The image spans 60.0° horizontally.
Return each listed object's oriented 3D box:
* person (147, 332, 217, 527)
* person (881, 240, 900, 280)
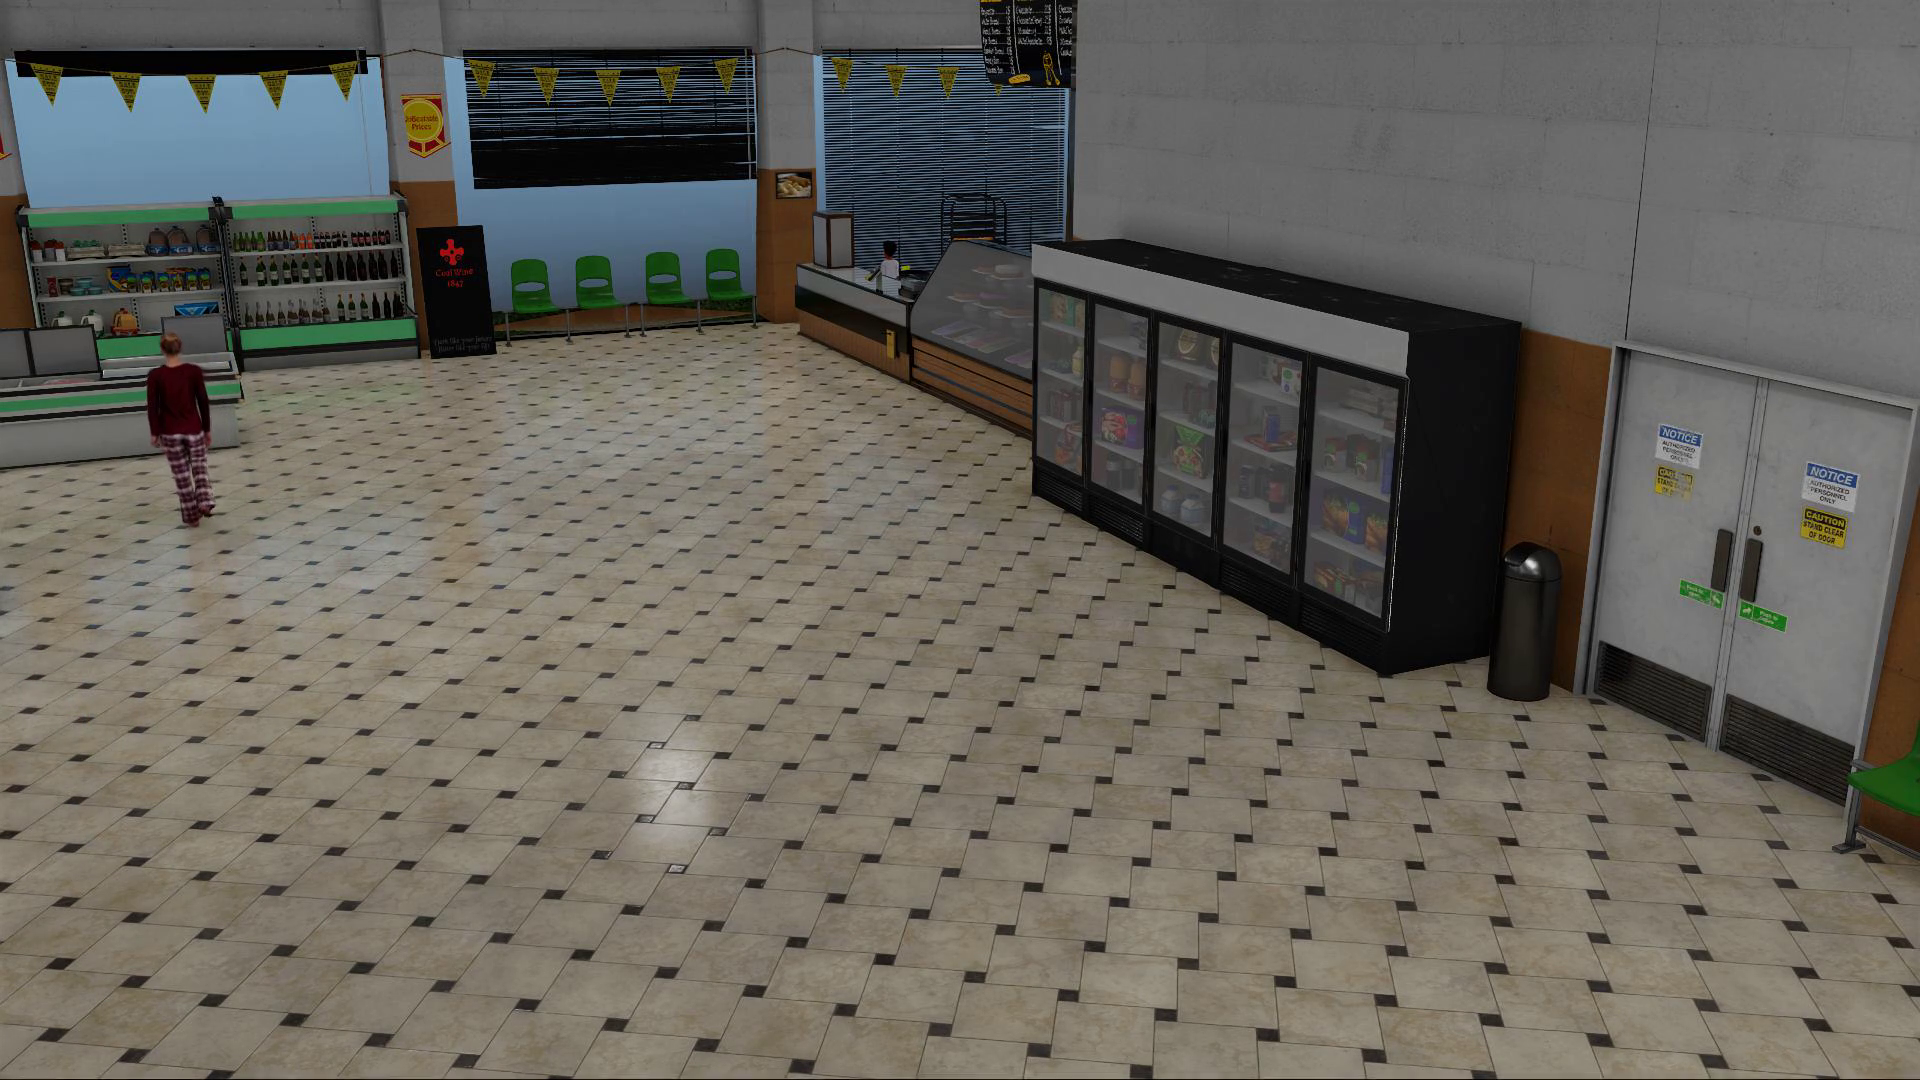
[{"bbox_3d":[-6.599,-0.922,14.137,0.644,1.694,0.750,-13,21,-36],"label":"person"},{"bbox_3d":[-1.013,-3.685,23.982,0.501,1.261,0.607,-15,22,-40],"label":"person"}]
